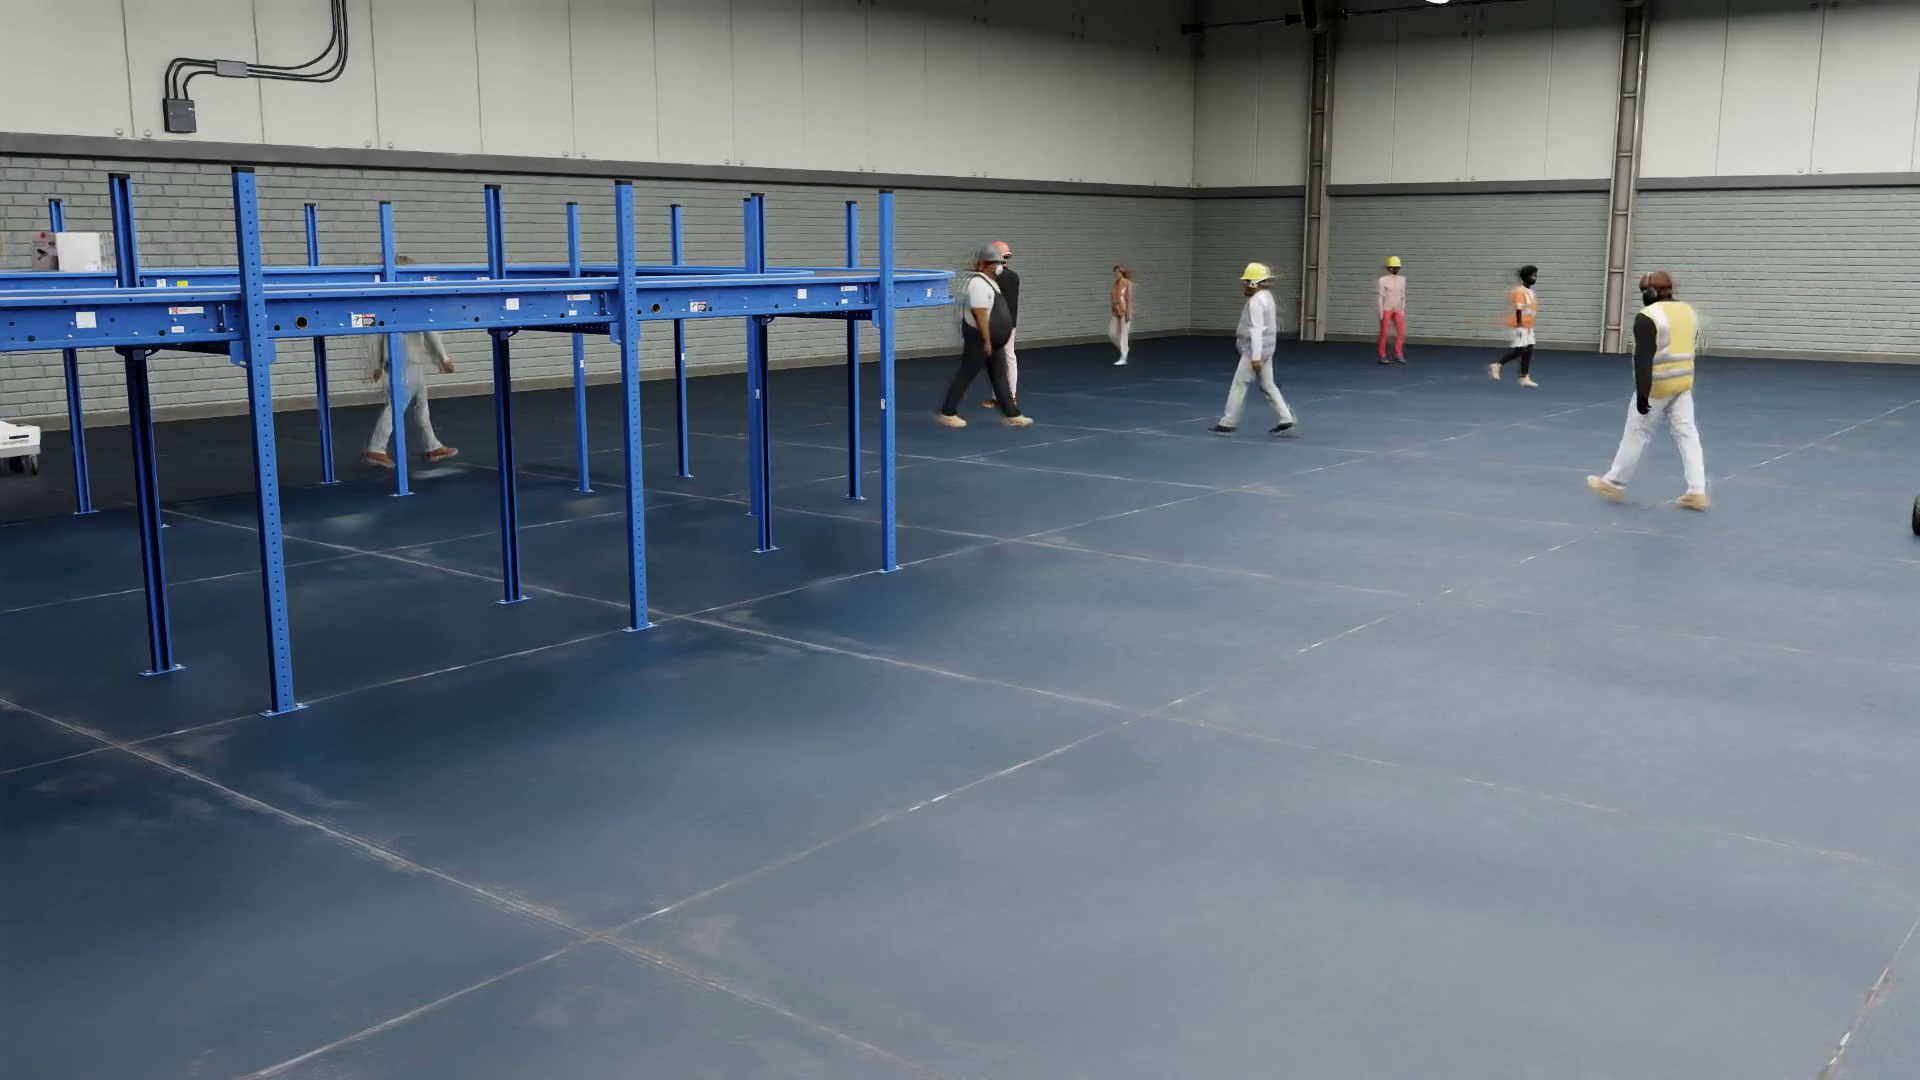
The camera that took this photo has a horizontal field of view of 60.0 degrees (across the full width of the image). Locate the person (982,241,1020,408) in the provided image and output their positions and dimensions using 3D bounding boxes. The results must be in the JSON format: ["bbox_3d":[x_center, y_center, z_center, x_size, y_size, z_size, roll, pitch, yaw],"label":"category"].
[{"bbox_3d":[0.487,-2.610,20.184,0.378,1.996,0.611,7,12,34],"label":"person"}]

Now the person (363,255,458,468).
[{"bbox_3d":[-5.012,-1.600,14.928,0.630,1.893,1.043,9,13,39],"label":"person"}]

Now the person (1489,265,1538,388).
[{"bbox_3d":[7.678,-2.943,22.886,0.545,1.678,0.530,9,14,42],"label":"person"}]

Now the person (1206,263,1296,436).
[{"bbox_3d":[3.066,-1.965,17.195,0.902,1.791,0.606,5,11,25],"label":"person"}]

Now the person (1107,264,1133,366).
[{"bbox_3d":[2.618,-3.649,26.961,0.383,1.629,0.515,-8,13,-37],"label":"person"}]

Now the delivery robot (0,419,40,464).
[{"bbox_3d":[-8.313,-0.854,14.307,0.477,0.478,0.707,5,11,26],"label":"delivery robot"}]

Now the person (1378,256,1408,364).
[{"bbox_3d":[7.072,-3.728,27.074,0.543,1.743,0.661,-3,11,-17],"label":"person"}]

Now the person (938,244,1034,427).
[{"bbox_3d":[0.236,-2.216,17.994,1.029,2.000,0.697,3,11,14],"label":"person"}]

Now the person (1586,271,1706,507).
[{"bbox_3d":[5.328,-1.155,12.719,0.704,1.778,0.980,-5,12,-27],"label":"person"}]
